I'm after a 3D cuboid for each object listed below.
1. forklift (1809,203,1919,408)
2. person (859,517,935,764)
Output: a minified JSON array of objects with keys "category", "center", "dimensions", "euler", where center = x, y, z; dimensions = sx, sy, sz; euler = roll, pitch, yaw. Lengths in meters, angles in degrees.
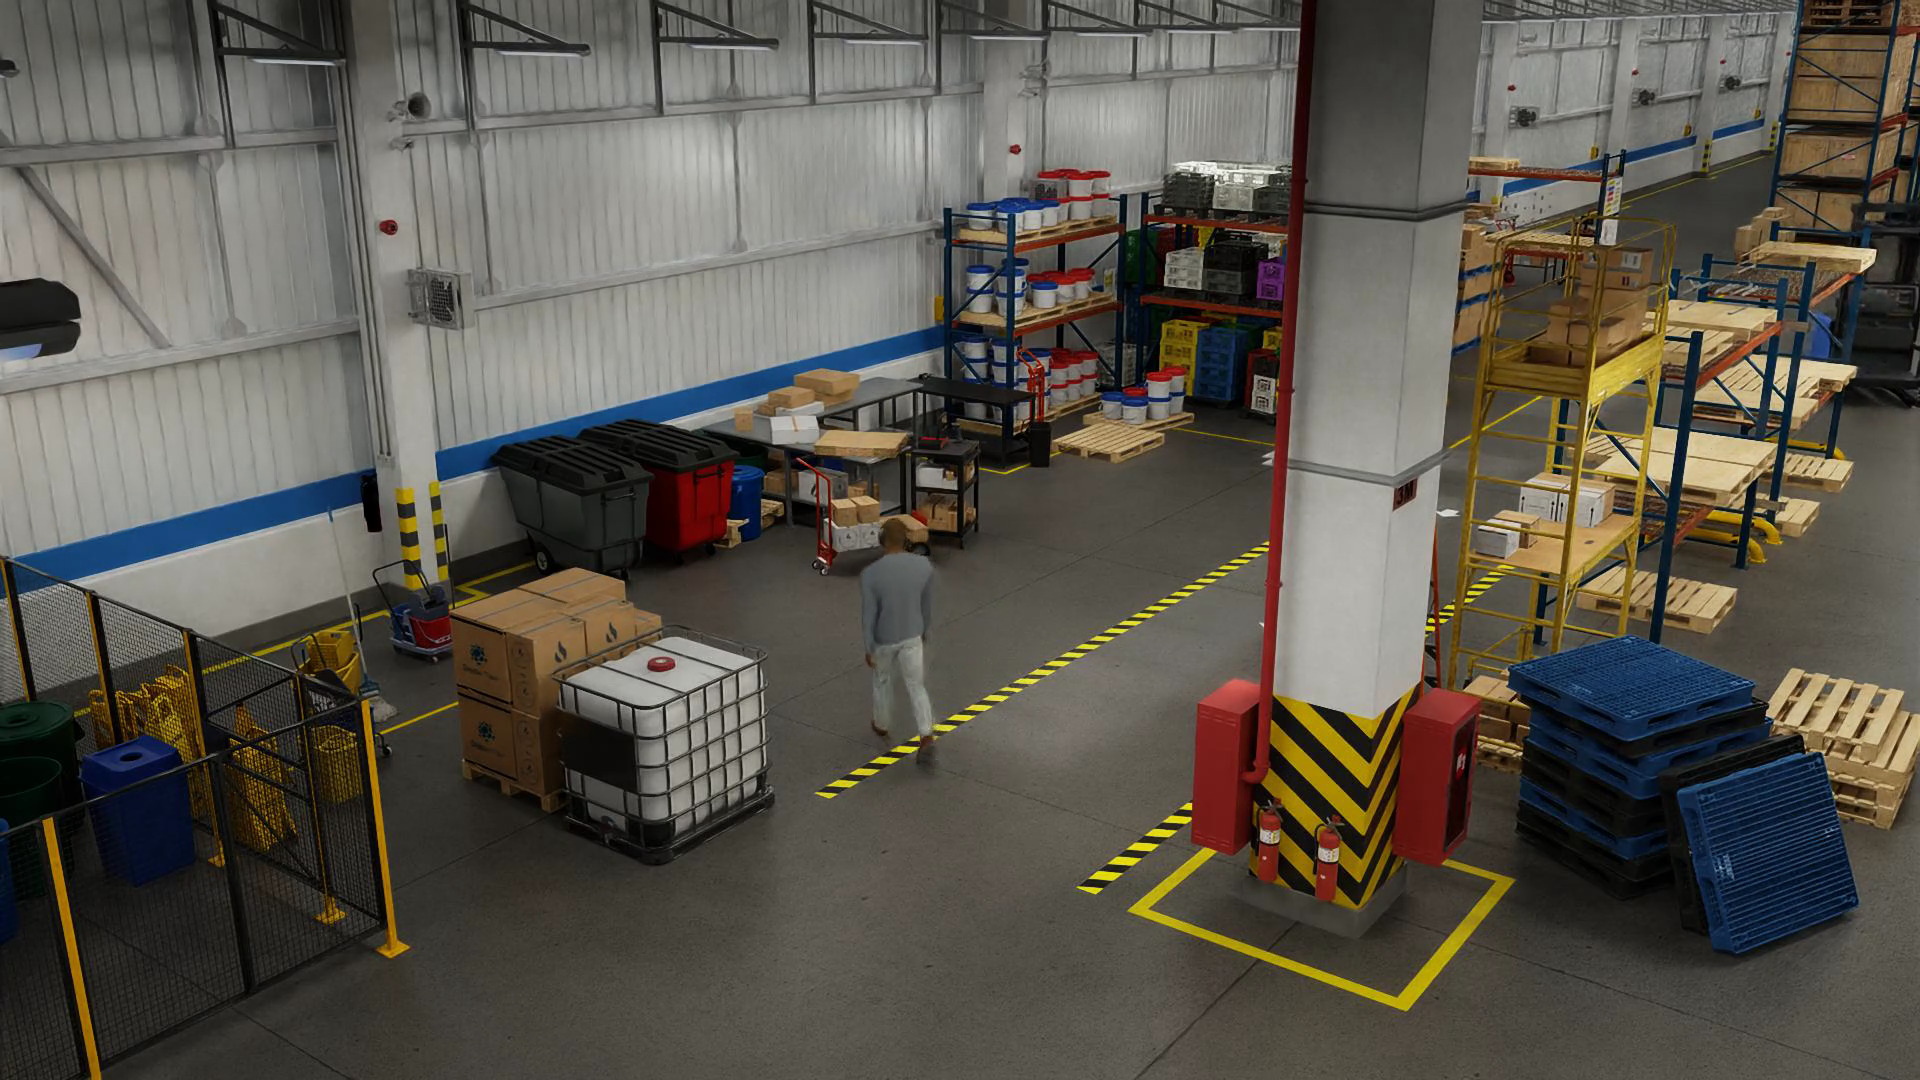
[{"category":"forklift","center":[13.395,-3.513,24.369],"dimensions":[1.129,2.768,1.873],"euler":[4,18,12]},{"category":"person","center":[-0.445,0.768,12.850],"dimensions":[0.632,1.902,0.976],"euler":[-7,19,-21]}]
